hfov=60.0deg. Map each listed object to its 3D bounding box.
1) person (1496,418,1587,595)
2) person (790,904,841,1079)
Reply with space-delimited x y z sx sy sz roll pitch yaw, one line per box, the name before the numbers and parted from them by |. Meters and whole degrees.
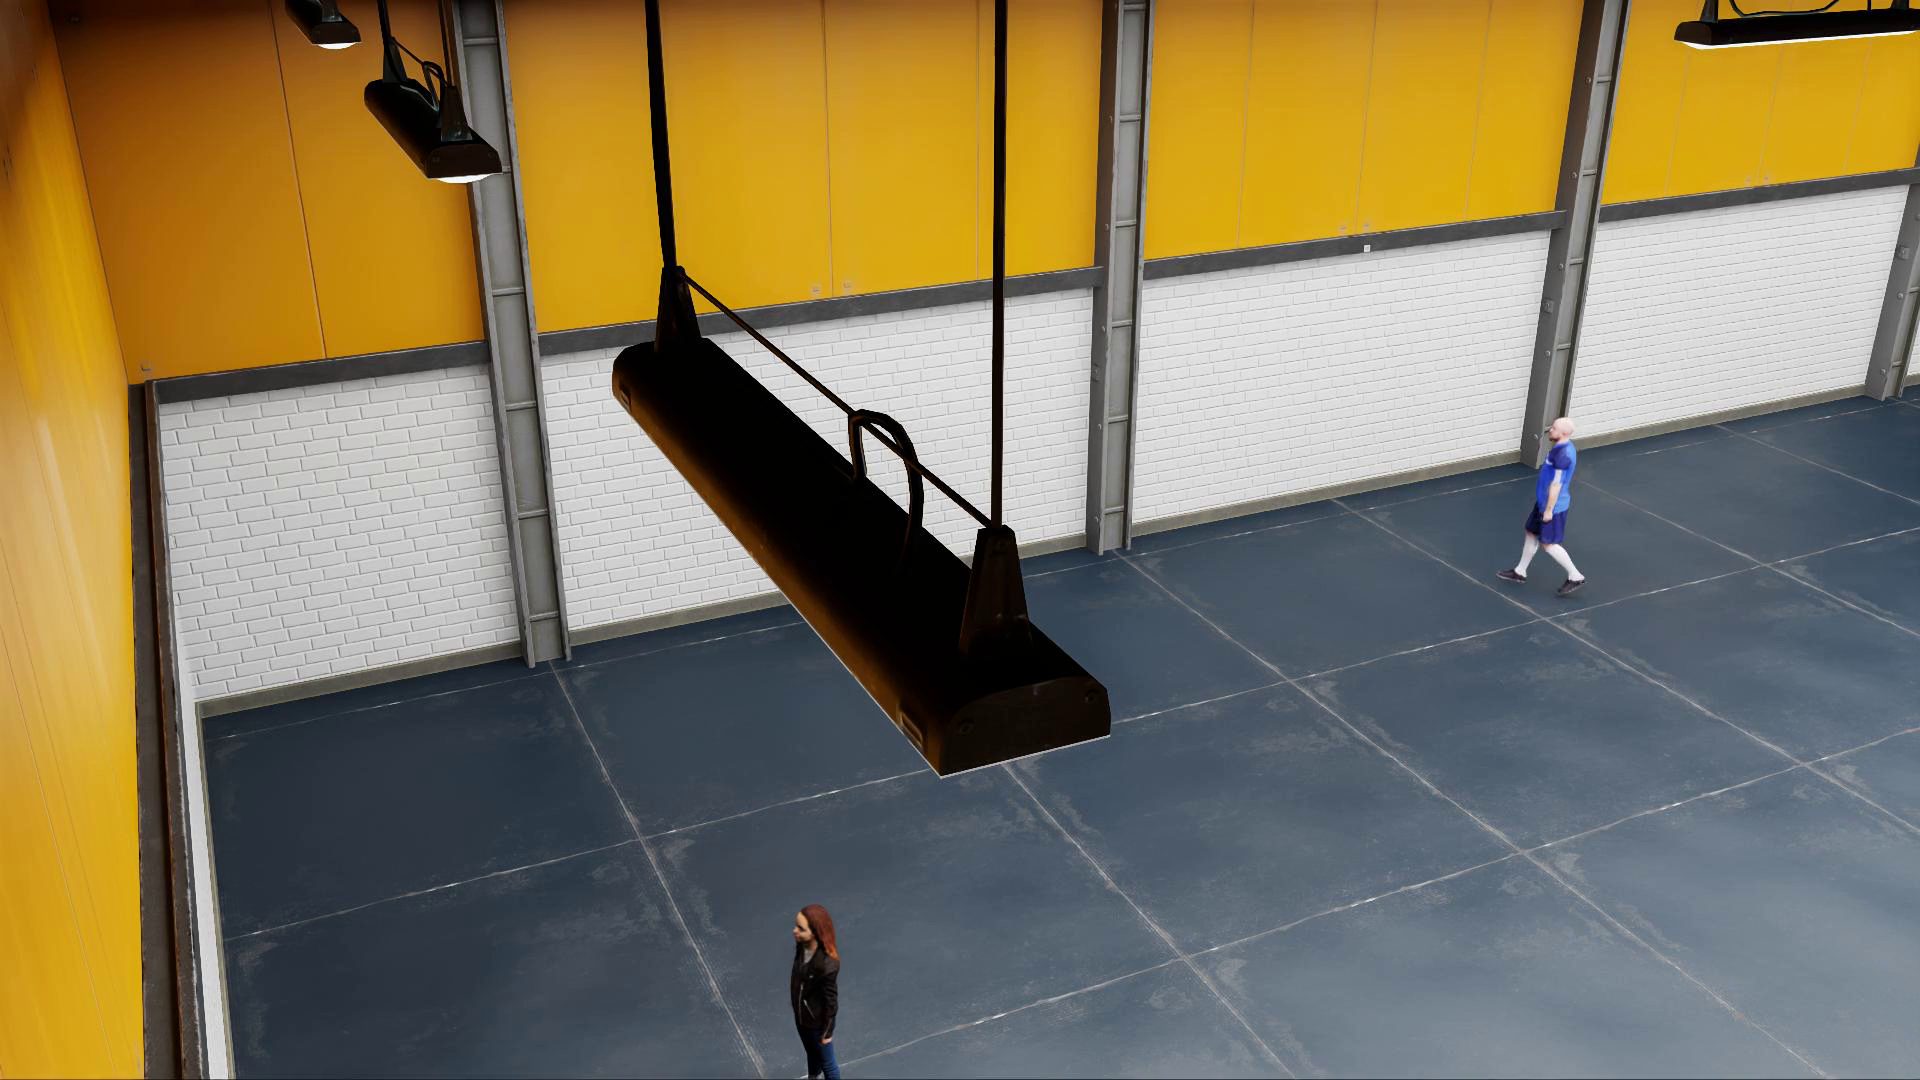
person | 5.926 -0.326 16.475 1.180 1.815 1.105 7 25 16
person | -0.850 2.769 9.807 0.546 1.483 0.592 -15 28 -31
